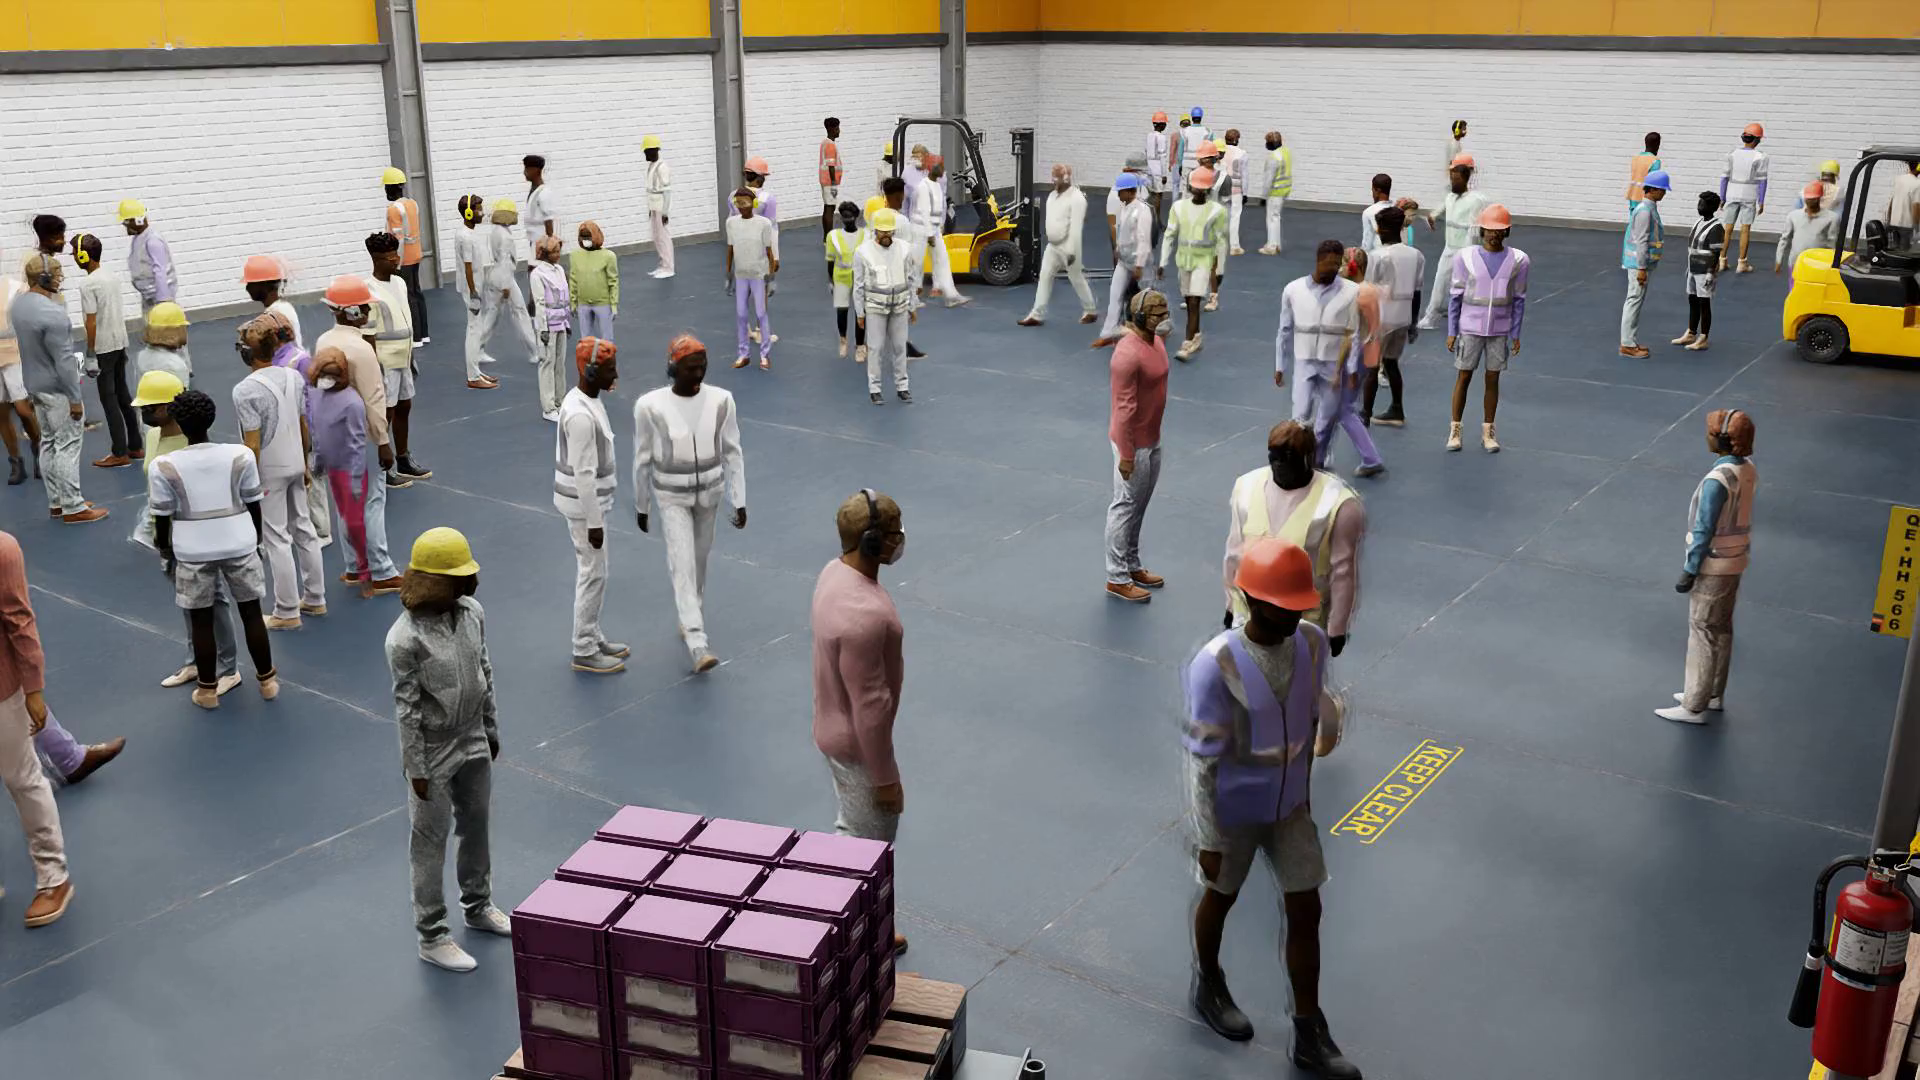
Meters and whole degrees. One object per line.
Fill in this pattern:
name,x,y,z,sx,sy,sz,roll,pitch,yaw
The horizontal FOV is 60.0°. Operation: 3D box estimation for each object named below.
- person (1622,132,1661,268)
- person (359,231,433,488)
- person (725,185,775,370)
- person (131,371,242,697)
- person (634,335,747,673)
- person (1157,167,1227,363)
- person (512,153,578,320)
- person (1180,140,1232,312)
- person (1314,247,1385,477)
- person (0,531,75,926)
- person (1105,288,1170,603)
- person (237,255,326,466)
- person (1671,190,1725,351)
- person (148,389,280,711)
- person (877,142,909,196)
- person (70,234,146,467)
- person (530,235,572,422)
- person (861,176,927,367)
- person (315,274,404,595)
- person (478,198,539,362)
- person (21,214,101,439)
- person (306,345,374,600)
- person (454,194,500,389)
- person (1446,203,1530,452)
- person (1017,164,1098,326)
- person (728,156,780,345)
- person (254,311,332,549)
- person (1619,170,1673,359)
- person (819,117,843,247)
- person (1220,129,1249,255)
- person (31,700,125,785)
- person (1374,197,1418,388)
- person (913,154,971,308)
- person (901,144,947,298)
person,9.533,-4.726,23.257,0.397,1.911,0.587,-3,18,-9
person,-4.349,-1.374,12.697,0.370,1.958,0.598,3,18,10
person,-2.129,-2.651,16.852,0.520,1.859,0.325,5,18,16
person,-4.100,-0.026,8.780,0.523,1.769,0.321,12,21,33
person,-1.452,-0.200,9.201,0.589,1.834,0.972,-9,20,-26
person,2.413,-2.856,17.286,0.617,1.990,1.002,11,21,30
person,-4.885,-3.580,19.626,0.880,1.942,0.619,-7,19,-21
person,2.956,-3.780,20.078,0.614,2.040,0.391,12,22,34
person,3.003,-1.375,12.982,0.773,1.792,0.607,6,19,18
person,-3.911,0.589,6.516,0.626,1.982,0.410,-2,18,-6
person,1.103,-0.593,10.276,0.354,1.937,0.635,8,19,23
person,-4.752,-1.094,11.920,0.909,1.908,0.546,-6,19,-17
person,7.952,-2.888,17.844,0.316,1.696,0.541,-1,18,-3
person,-3.885,0.056,8.664,0.547,1.690,0.323,-10,20,-28
person,-0.961,-4.839,23.890,0.488,1.733,0.332,4,18,12
person,-6.824,-1.506,13.275,0.345,1.857,0.524,1,18,2
person,-3.621,-1.880,14.789,0.308,1.638,0.511,4,18,11
person,-0.689,-2.741,17.019,0.830,1.937,0.620,-12,21,-33
person,-3.735,-0.654,10.373,0.610,1.996,0.386,16,23,40
person,-4.723,-2.665,17.170,0.797,1.691,0.498,-10,20,-28
person,-7.727,-1.799,14.091,0.705,1.908,0.638,-8,19,-24
person,-3.807,-0.432,10.312,0.573,1.610,0.401,14,22,36
person,-4.676,-2.382,16.008,0.324,1.861,0.510,-6,19,-18
person,4.320,-1.733,13.673,0.607,2.044,0.374,3,18,8
person,1.188,-3.386,19.180,1.001,1.853,0.659,-13,22,-35
person,-2.209,-3.141,18.112,0.611,2.030,0.409,10,20,29
person,-4.513,-0.737,11.226,0.520,1.630,0.325,10,20,28
person,7.172,-2.895,17.466,0.390,1.945,0.603,7,19,22
person,-1.984,-5.515,25.625,0.374,1.966,0.608,-4,18,-11
person,4.026,-5.196,24.833,0.634,1.841,0.429,12,21,34
person,-4.322,0.362,7.415,0.971,1.857,0.677,-14,22,-36
person,4.166,-2.426,16.200,0.531,1.822,0.739,14,23,38
person,-0.286,-3.739,20.254,0.913,1.846,0.648,8,20,25
person,-0.467,-4.041,21.089,0.635,1.930,0.375,7,19,21
